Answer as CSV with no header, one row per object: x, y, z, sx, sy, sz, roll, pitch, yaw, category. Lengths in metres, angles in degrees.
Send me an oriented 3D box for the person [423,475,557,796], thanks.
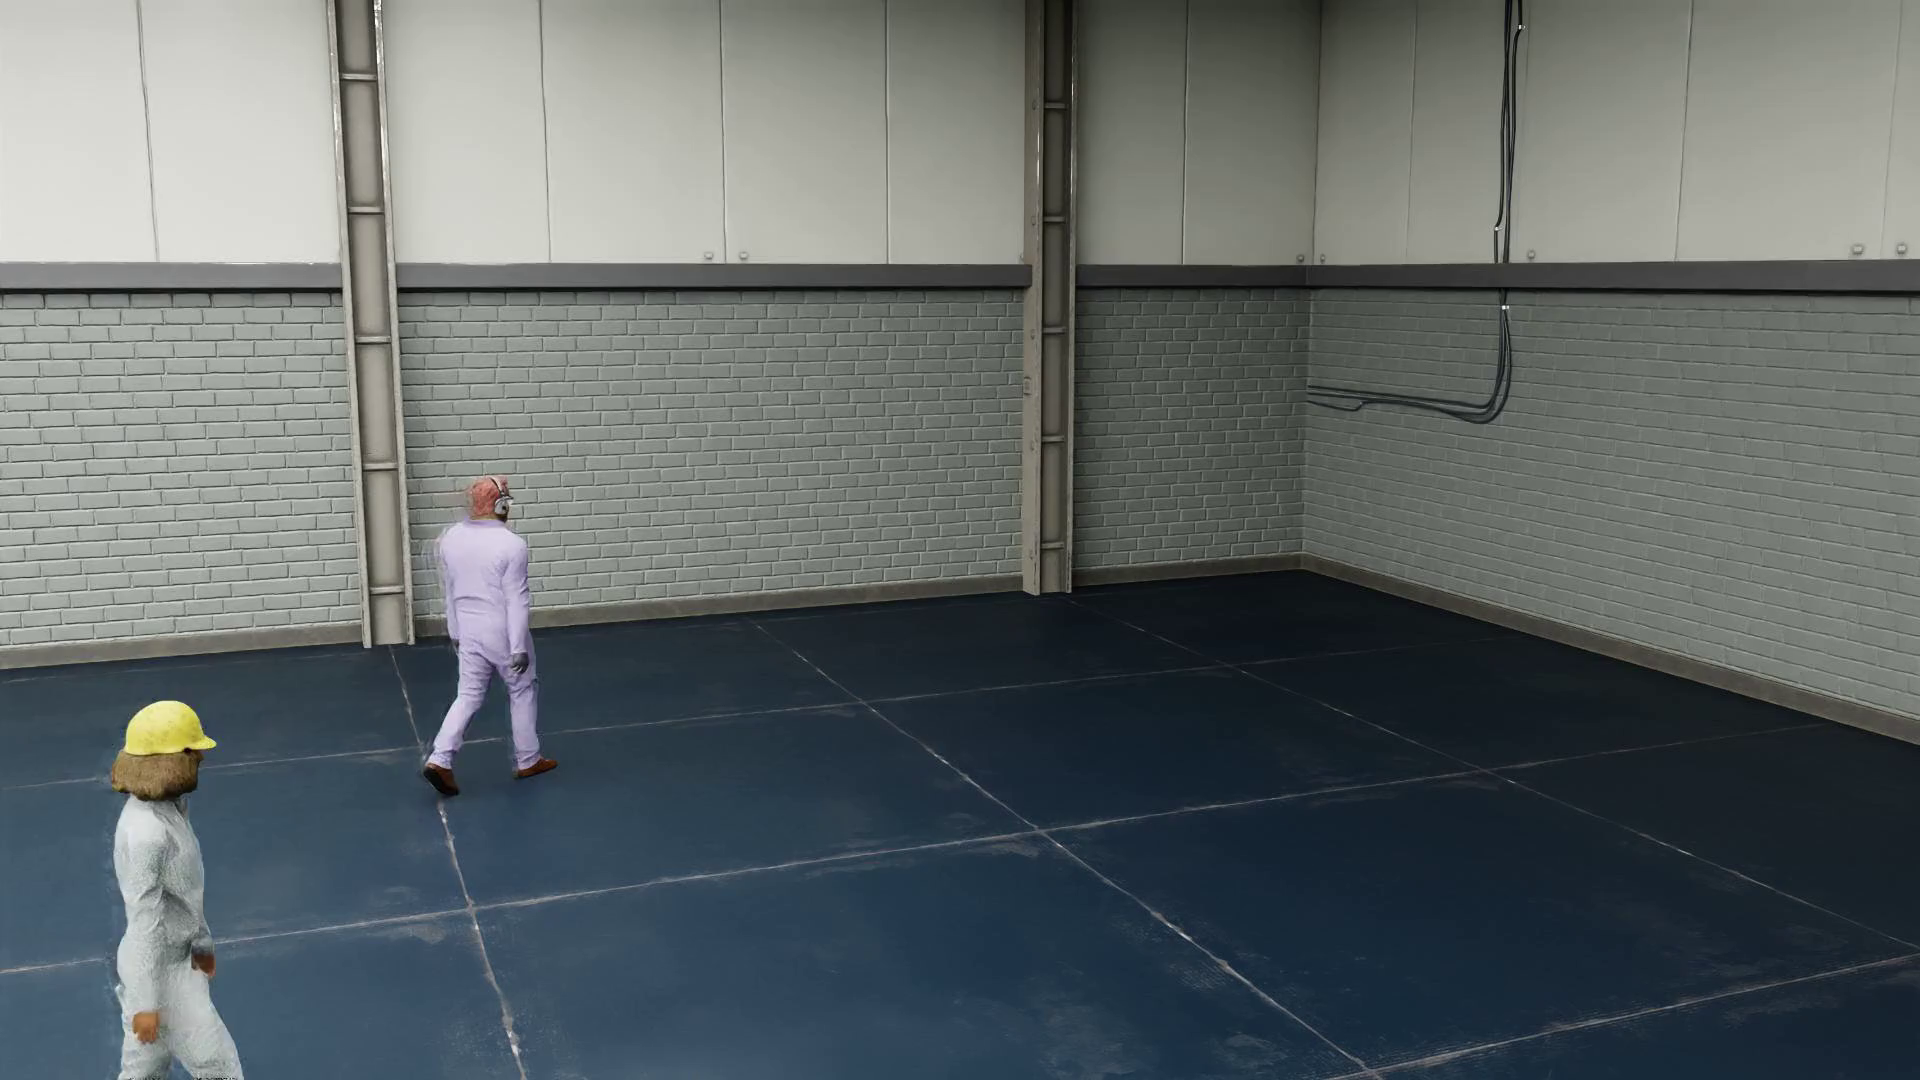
-2.789,0.551,9.778,0.649,1.873,0.897,5,10,26,person

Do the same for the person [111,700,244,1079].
-2.383,1.346,5.269,0.743,1.715,0.512,-4,10,-22,person
